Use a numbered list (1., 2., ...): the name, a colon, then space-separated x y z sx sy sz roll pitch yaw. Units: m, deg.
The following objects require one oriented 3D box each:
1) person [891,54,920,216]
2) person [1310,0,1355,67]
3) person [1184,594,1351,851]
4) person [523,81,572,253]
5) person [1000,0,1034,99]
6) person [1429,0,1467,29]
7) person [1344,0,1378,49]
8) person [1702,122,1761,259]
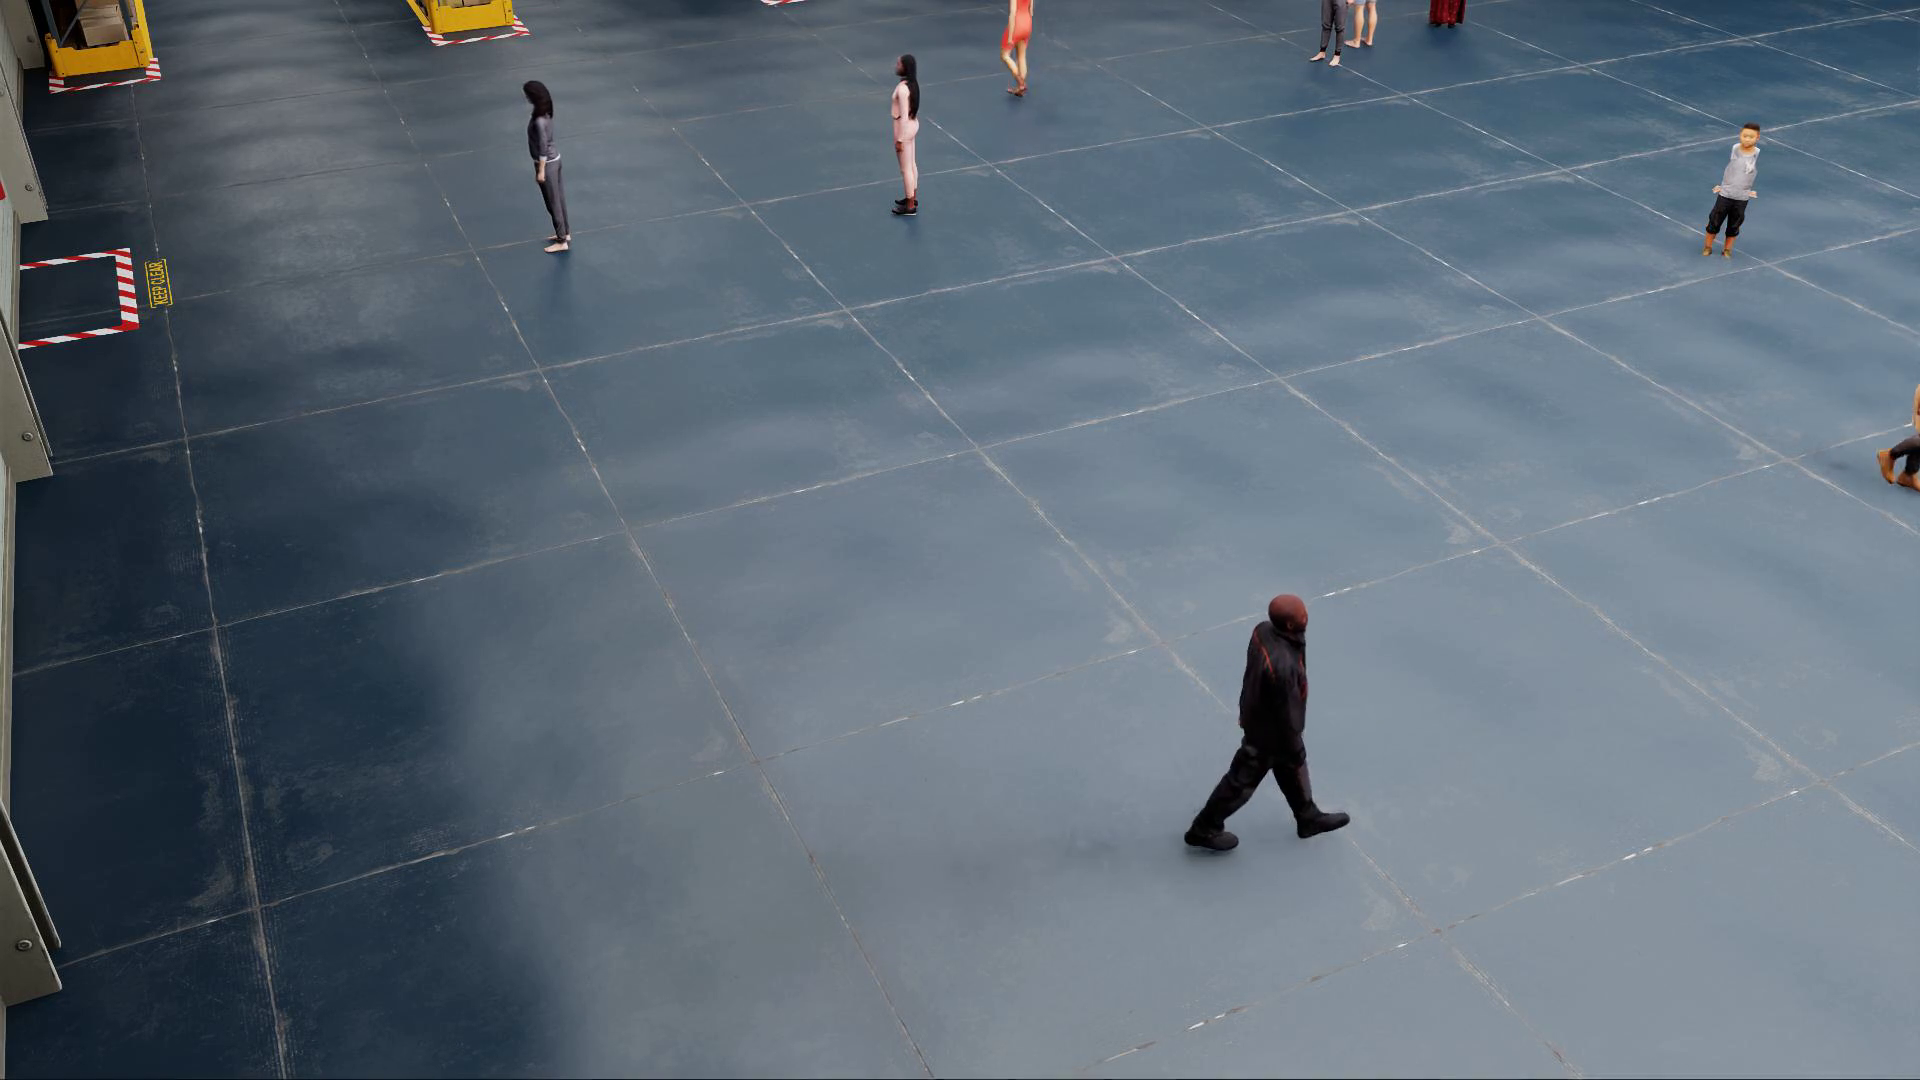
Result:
1. person: -0.579 -4.360 17.865 0.764 1.718 0.662 5 33 8
2. person: 5.081 -7.363 22.368 0.630 1.842 0.804 28 42 36
3. person: 1.659 1.084 9.433 1.099 1.784 1.283 -1 33 -2
4. person: -4.208 -3.832 17.014 0.727 1.761 0.592 0 33 0
5. person: 0.806 -6.437 21.066 0.735 1.709 0.719 27 42 35
6. person: 7.067 -8.200 23.845 0.738 1.636 0.824 15 36 22
7. person: 5.637 -7.764 22.978 0.619 1.850 0.558 -12 35 -18
8. person: 7.898 -3.598 16.933 0.641 1.456 0.697 11 35 16
